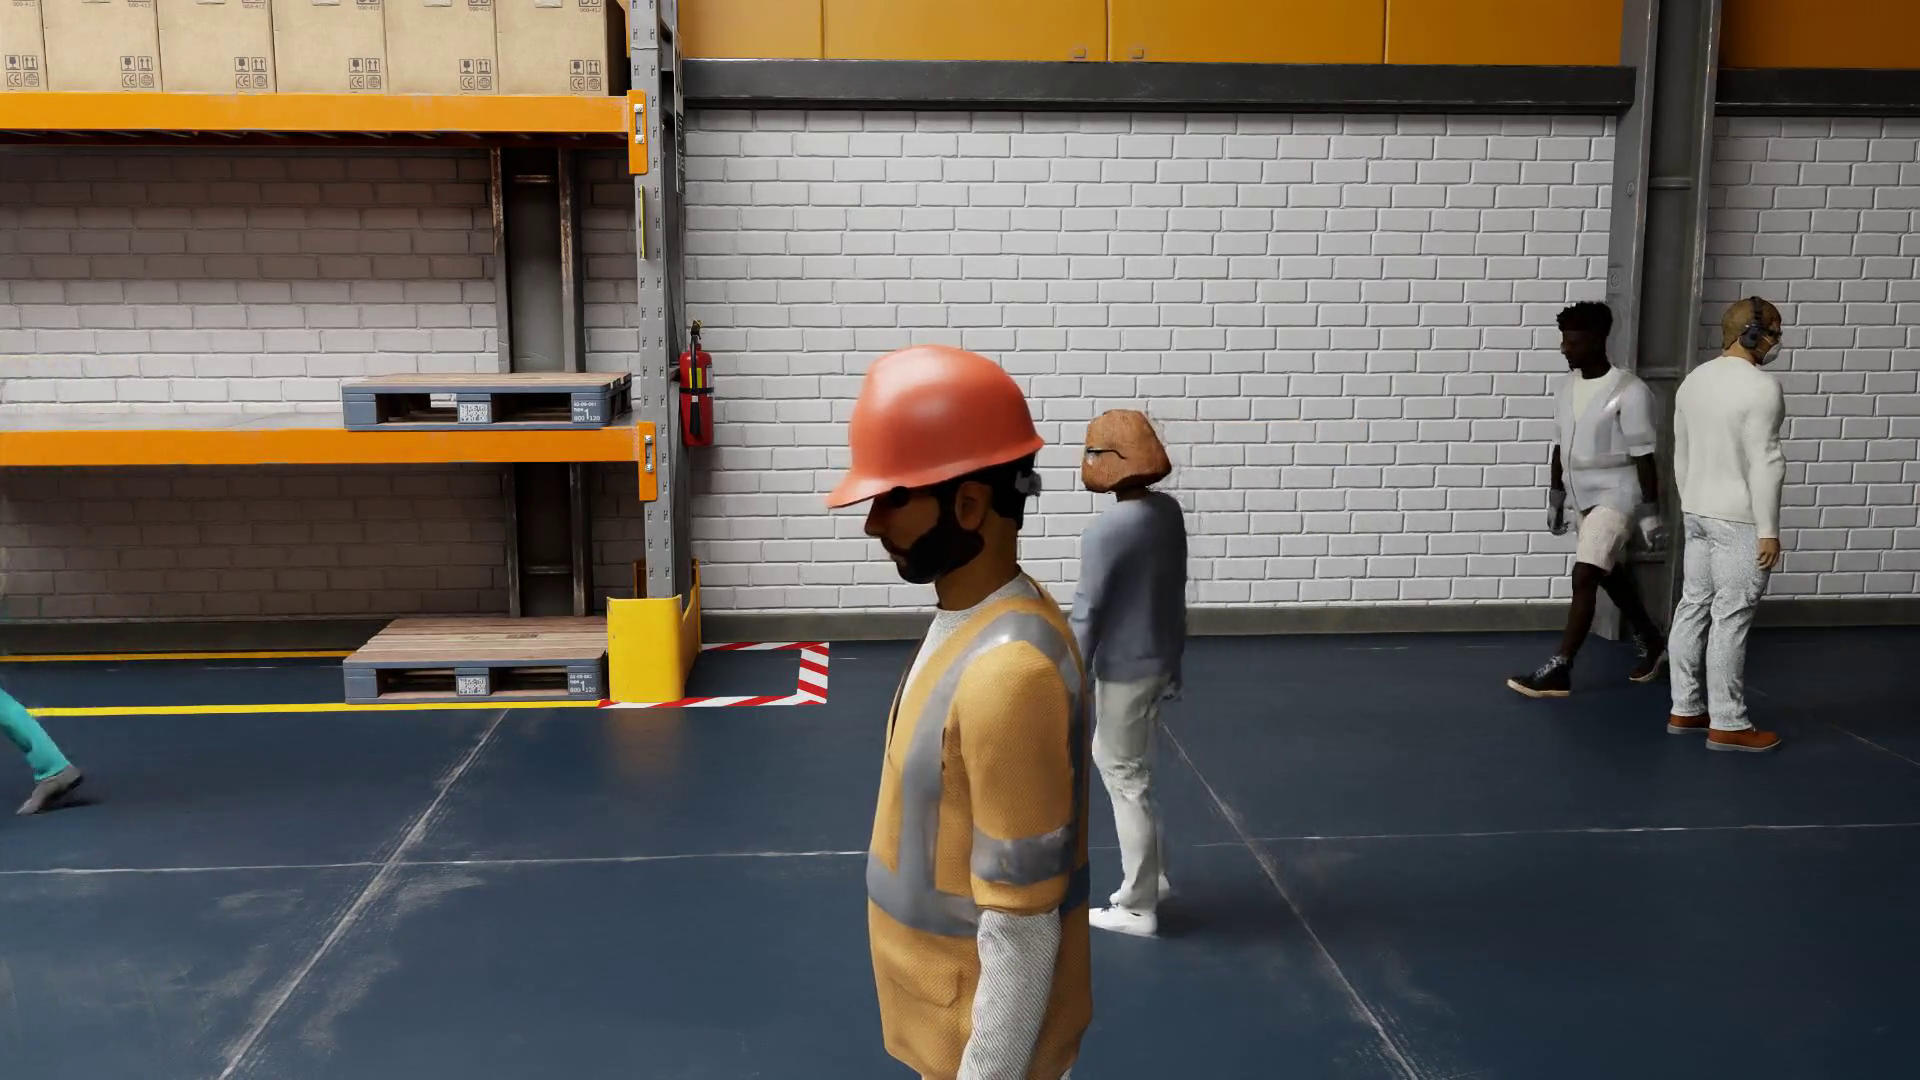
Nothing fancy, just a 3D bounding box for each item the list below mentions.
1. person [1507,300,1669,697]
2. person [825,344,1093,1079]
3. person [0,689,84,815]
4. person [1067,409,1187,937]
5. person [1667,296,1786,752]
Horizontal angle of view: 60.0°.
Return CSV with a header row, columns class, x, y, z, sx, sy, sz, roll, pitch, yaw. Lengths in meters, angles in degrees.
class,x,y,z,sx,sy,sz,roll,pitch,yaw
person,3.166,-0.200,8.056,1.002,1.912,0.658,-3,9,-16
person,0.001,0.689,2.381,0.367,1.930,0.542,-1,9,-5
person,-3.701,0.212,6.006,0.870,1.729,0.524,-4,10,-23
person,0.483,0.410,5.076,0.379,1.617,0.531,6,11,35
person,3.298,-0.070,7.136,0.370,1.934,0.627,-2,9,-9
